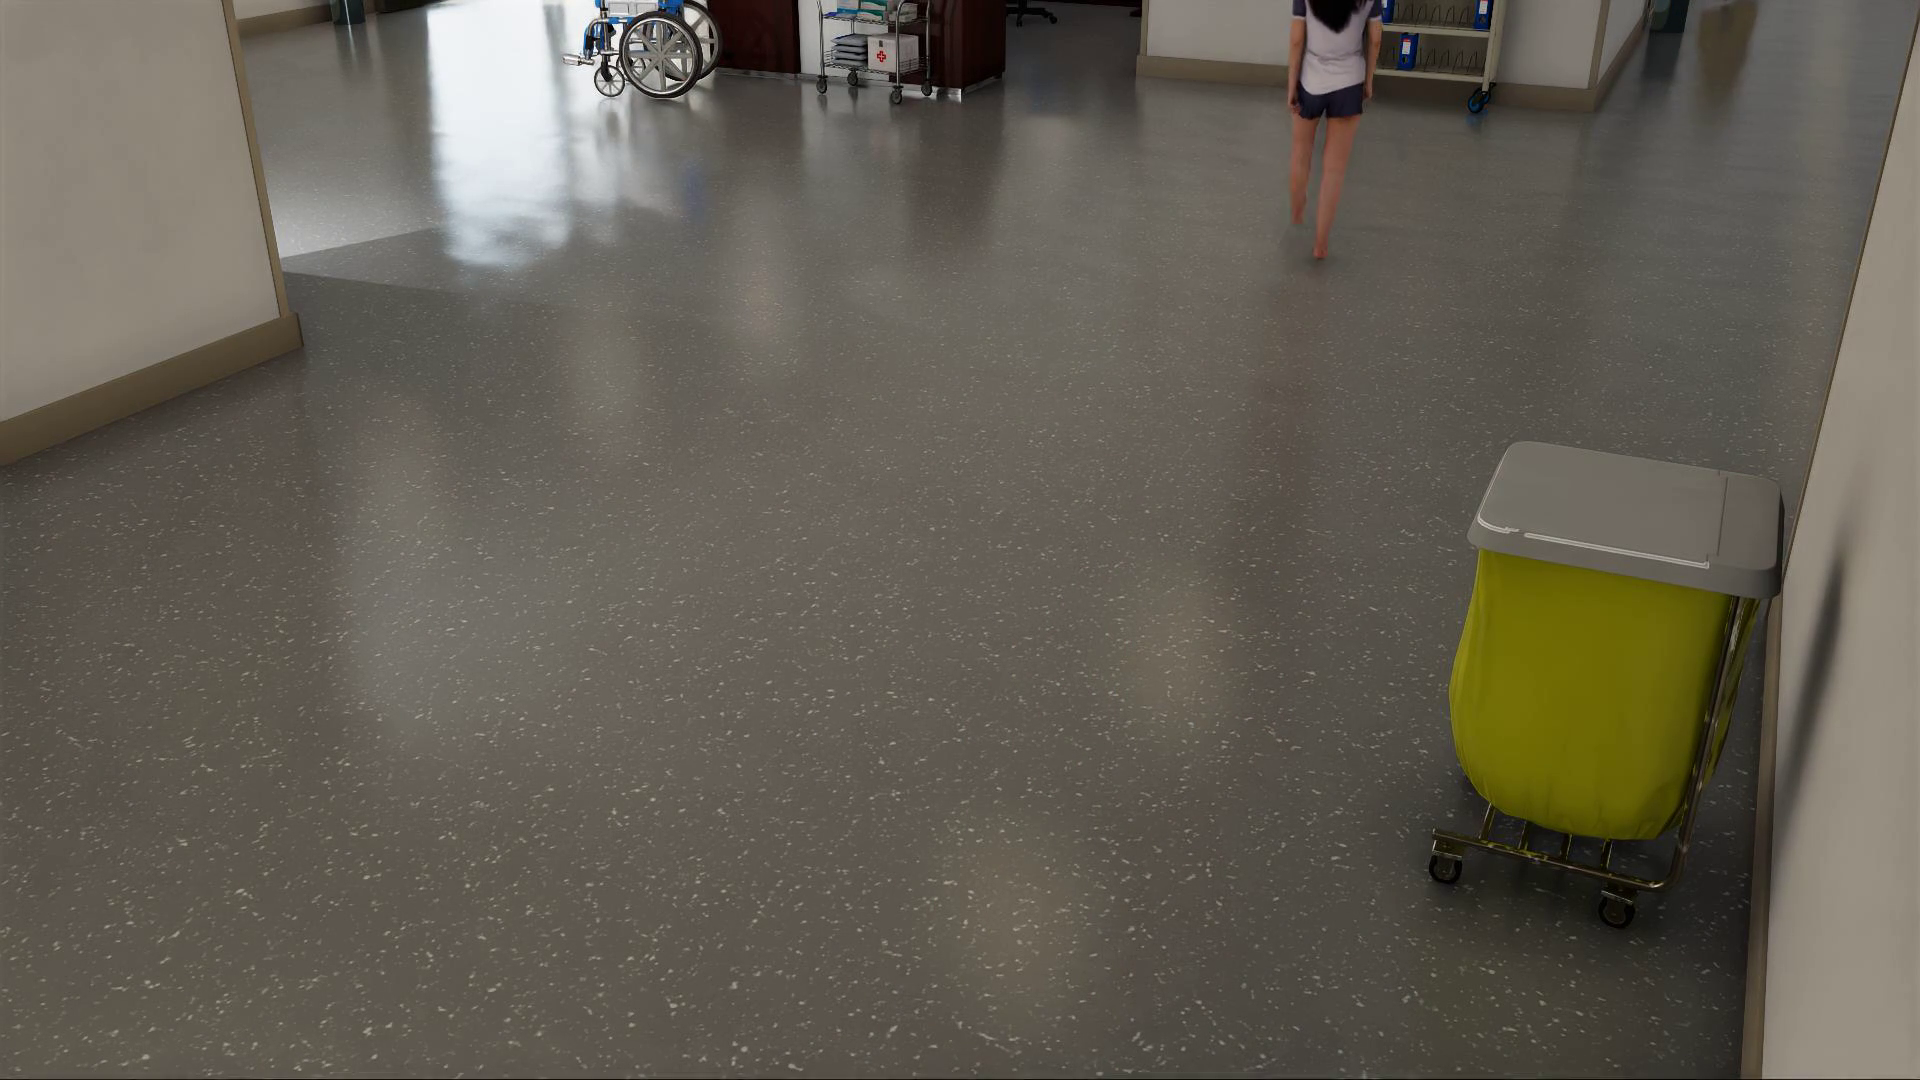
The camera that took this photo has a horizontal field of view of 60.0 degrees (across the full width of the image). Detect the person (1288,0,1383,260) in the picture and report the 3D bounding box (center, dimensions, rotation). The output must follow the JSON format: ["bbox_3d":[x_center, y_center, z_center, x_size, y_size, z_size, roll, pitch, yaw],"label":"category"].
[{"bbox_3d":[1.873,-2.267,8.471,1.050,1.668,0.813,6,26,13],"label":"person"}]
